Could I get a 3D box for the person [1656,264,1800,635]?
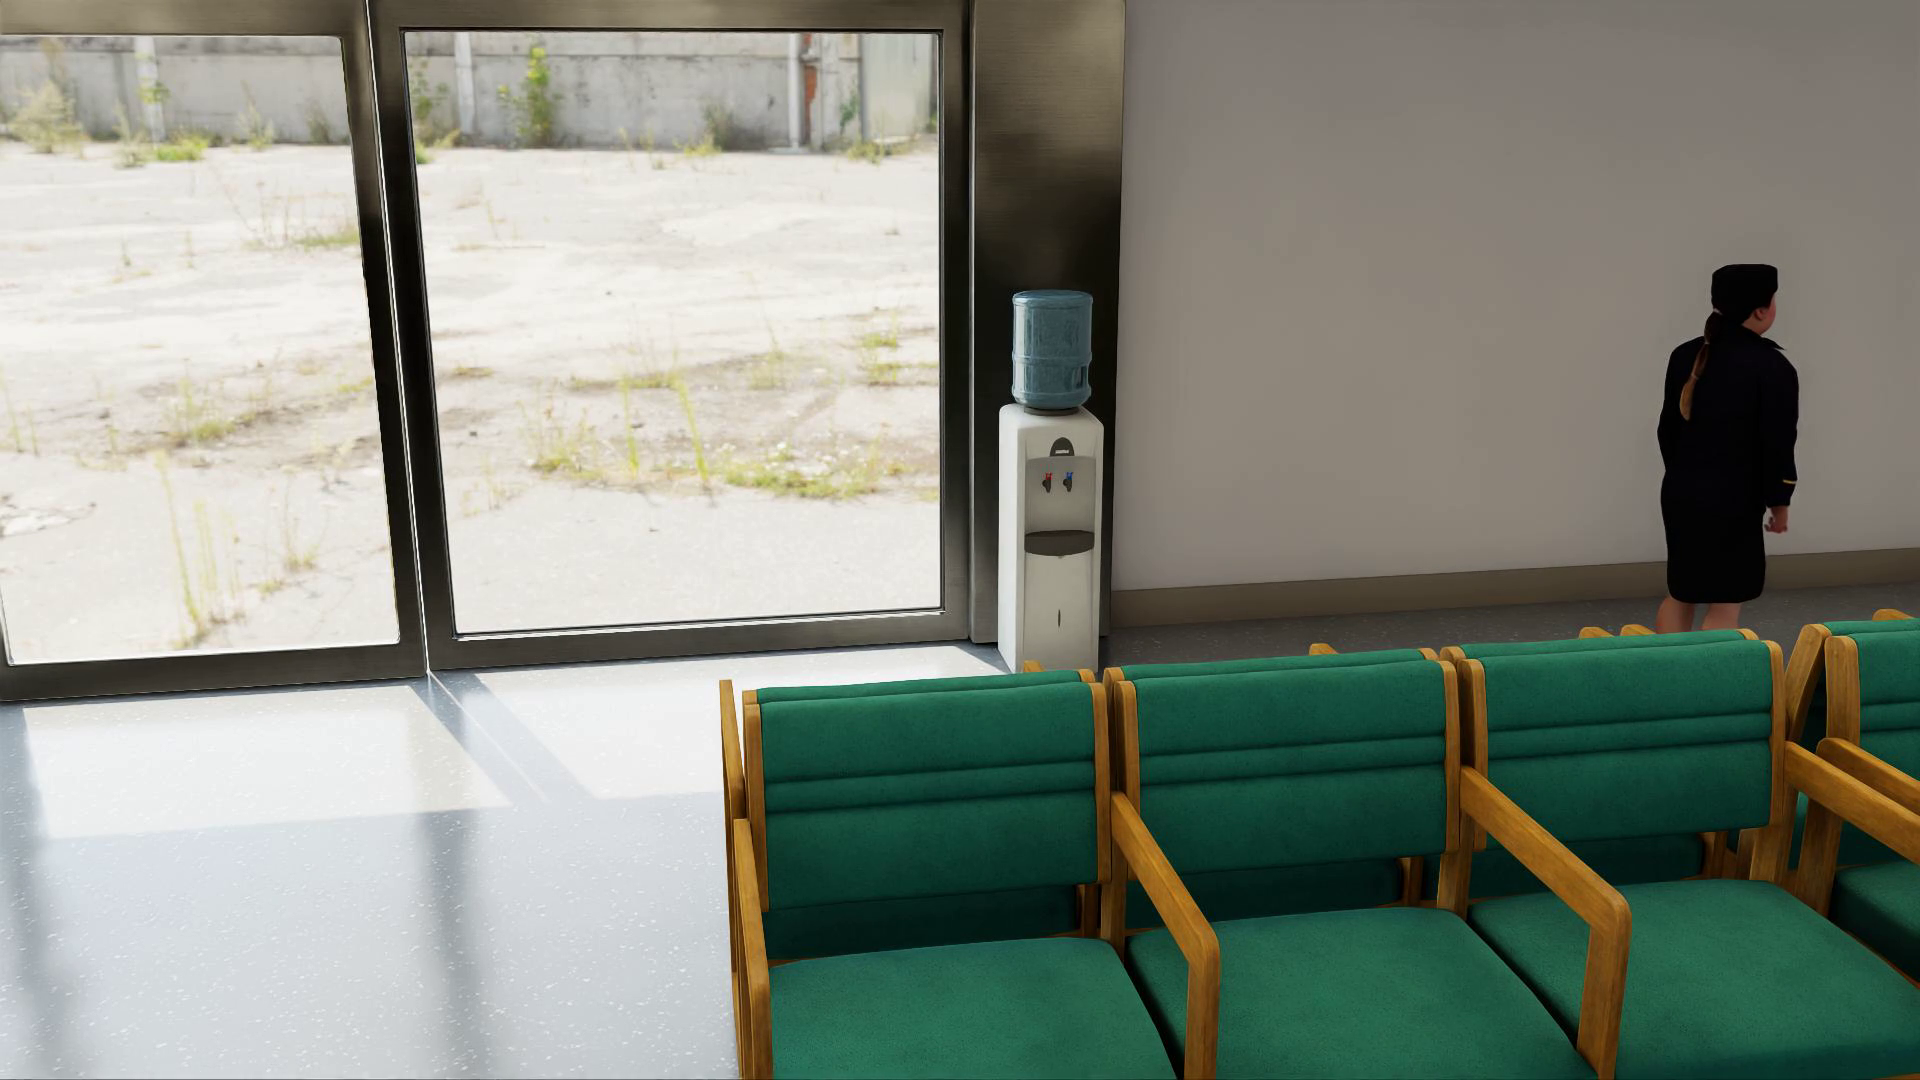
[{"bbox_3d":[2.694,-0.139,5.919,0.817,1.671,0.659,-7,17,-24],"label":"person"}]
